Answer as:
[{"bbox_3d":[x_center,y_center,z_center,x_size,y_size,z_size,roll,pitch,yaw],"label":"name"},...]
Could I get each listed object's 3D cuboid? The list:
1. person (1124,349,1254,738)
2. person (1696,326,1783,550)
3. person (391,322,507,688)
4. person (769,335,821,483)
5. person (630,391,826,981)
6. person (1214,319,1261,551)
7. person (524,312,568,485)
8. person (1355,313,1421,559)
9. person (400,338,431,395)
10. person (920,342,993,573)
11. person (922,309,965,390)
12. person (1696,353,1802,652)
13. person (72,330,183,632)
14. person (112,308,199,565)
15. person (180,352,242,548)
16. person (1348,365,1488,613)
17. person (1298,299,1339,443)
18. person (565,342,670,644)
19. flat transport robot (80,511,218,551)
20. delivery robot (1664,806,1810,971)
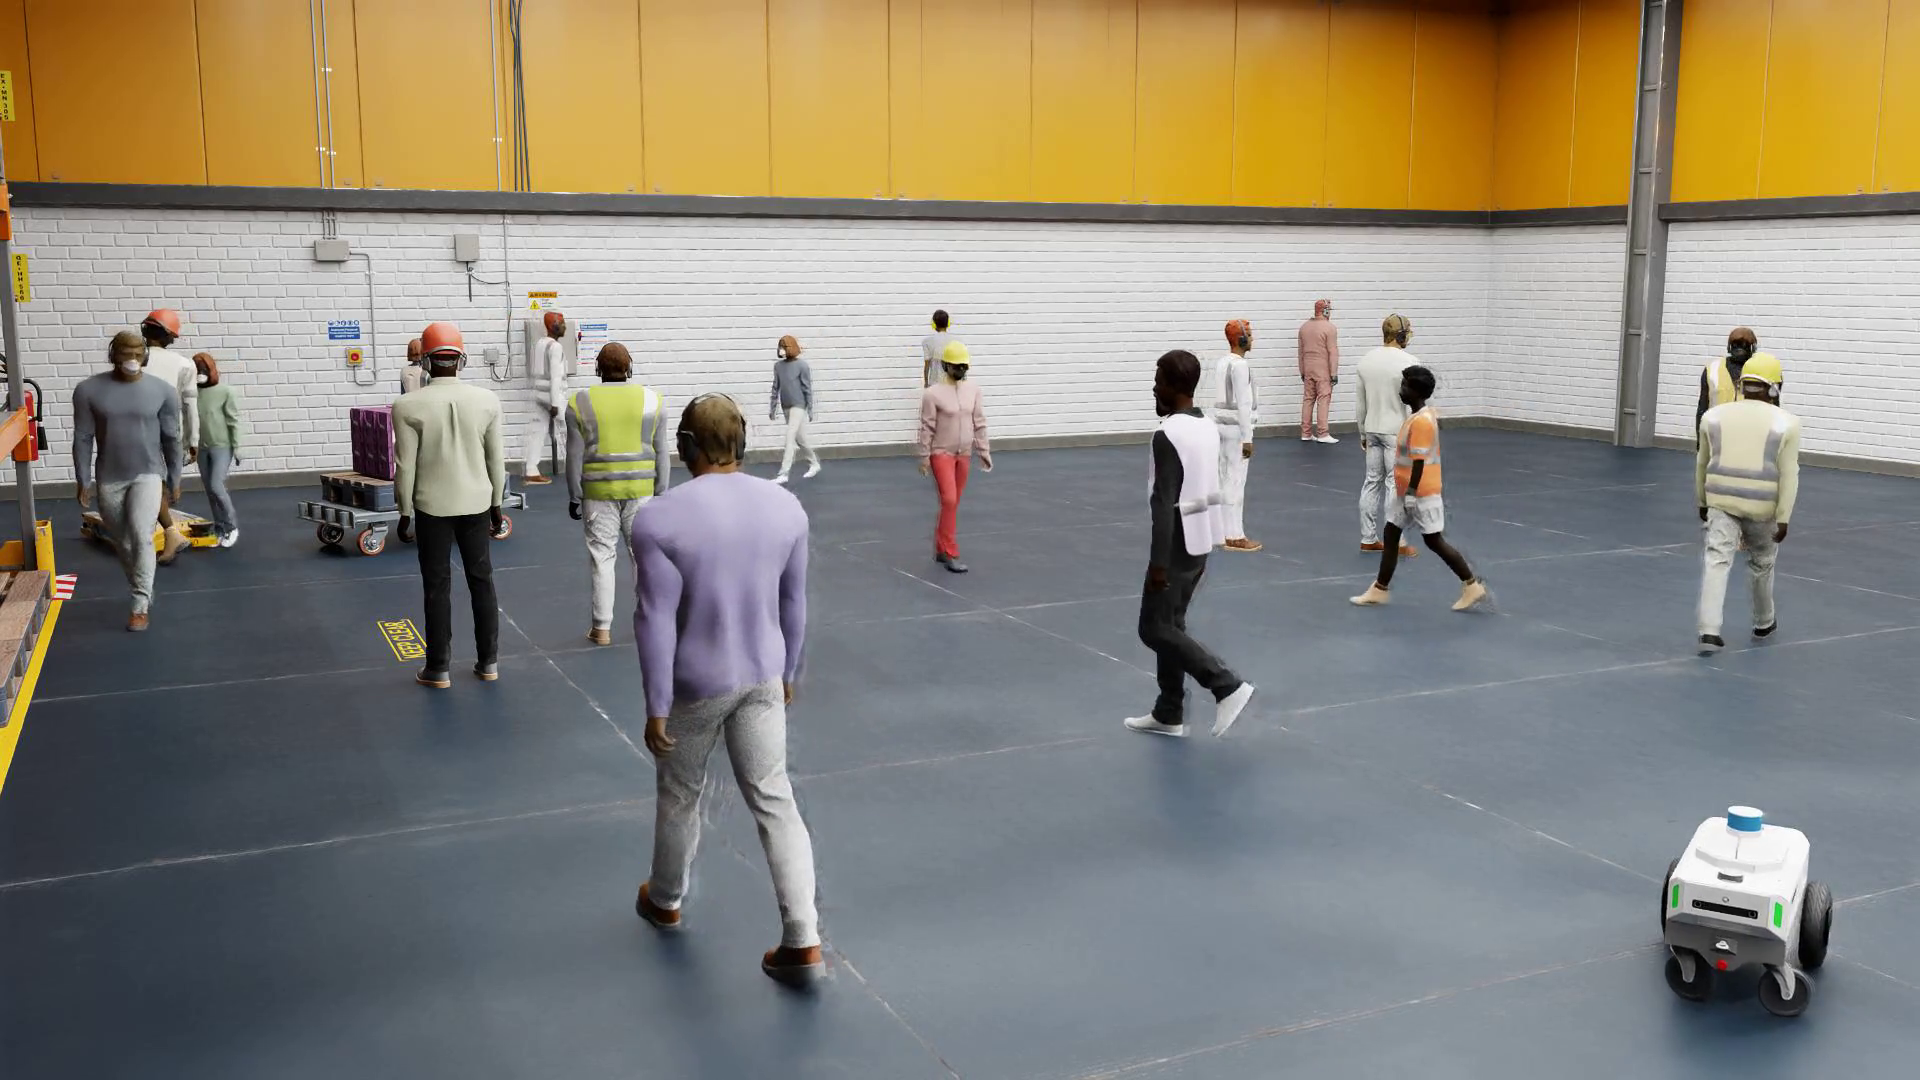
[{"bbox_3d":[1.094,0.041,7.969,0.595,1.896,0.606,5,10,27],"label":"person"},{"bbox_3d":[6.355,-0.831,13.619,0.627,1.829,0.467,6,11,32],"label":"person"},{"bbox_3d":[-2.788,-0.189,9.101,0.612,1.995,0.382,-7,11,-36],"label":"person"},{"bbox_3d":[-1.795,-1.439,18.108,0.512,1.592,0.849,7,12,39],"label":"person"},{"bbox_3d":[-0.757,0.461,5.425,0.648,1.890,1.034,-6,11,-34],"label":"person"},{"bbox_3d":[2.264,-0.851,13.569,0.370,1.884,0.579,-2,9,-10],"label":"person"},{"bbox_3d":[-4.276,-1.516,17.826,0.962,1.834,0.592,-7,12,-37],"label":"person"},{"bbox_3d":[3.411,-0.821,13.193,0.358,1.938,0.636,-6,11,-32],"label":"person"},{"bbox_3d":[-5.129,-1.107,15.894,0.514,1.641,0.308,5,11,29],"label":"person"},{"bbox_3d":[-0.007,-0.628,12.651,0.528,1.734,0.767,-7,11,-36],"label":"person"},{"bbox_3d":[-0.174,-1.790,19.547,0.533,1.837,0.707,-1,9,-5],"label":"person"},{"bbox_3d":[4.707,-0.224,9.974,0.598,1.788,0.933,8,12,39],"label":"person"},{"bbox_3d":[-5.359,-0.413,10.780,0.644,1.906,0.934,-3,10,-19],"label":"person"},{"bbox_3d":[-6.278,-0.816,12.990,0.668,1.993,0.813,-9,13,-44],"label":"person"},{"bbox_3d":[-6.111,-0.724,13.574,0.518,1.616,0.407,2,9,13],"label":"person"},{"bbox_3d":[3.108,-0.338,11.085,0.872,1.659,0.539,1,9,9],"label":"person"},{"bbox_3d":[4.792,-2.240,22.099,0.403,1.906,0.651,-6,11,-33],"label":"person"},{"bbox_3d":[-2.088,-0.283,10.157,0.634,1.842,0.429,-3,10,-20],"label":"person"},{"bbox_3d":[-6.785,-0.099,13.874,0.652,0.197,1.431,-8,12,-42],"label":"flat transport robot"},{"bbox_3d":[2.486,1.094,5.302,0.477,0.478,0.707,6,11,32],"label":"delivery robot"}]
